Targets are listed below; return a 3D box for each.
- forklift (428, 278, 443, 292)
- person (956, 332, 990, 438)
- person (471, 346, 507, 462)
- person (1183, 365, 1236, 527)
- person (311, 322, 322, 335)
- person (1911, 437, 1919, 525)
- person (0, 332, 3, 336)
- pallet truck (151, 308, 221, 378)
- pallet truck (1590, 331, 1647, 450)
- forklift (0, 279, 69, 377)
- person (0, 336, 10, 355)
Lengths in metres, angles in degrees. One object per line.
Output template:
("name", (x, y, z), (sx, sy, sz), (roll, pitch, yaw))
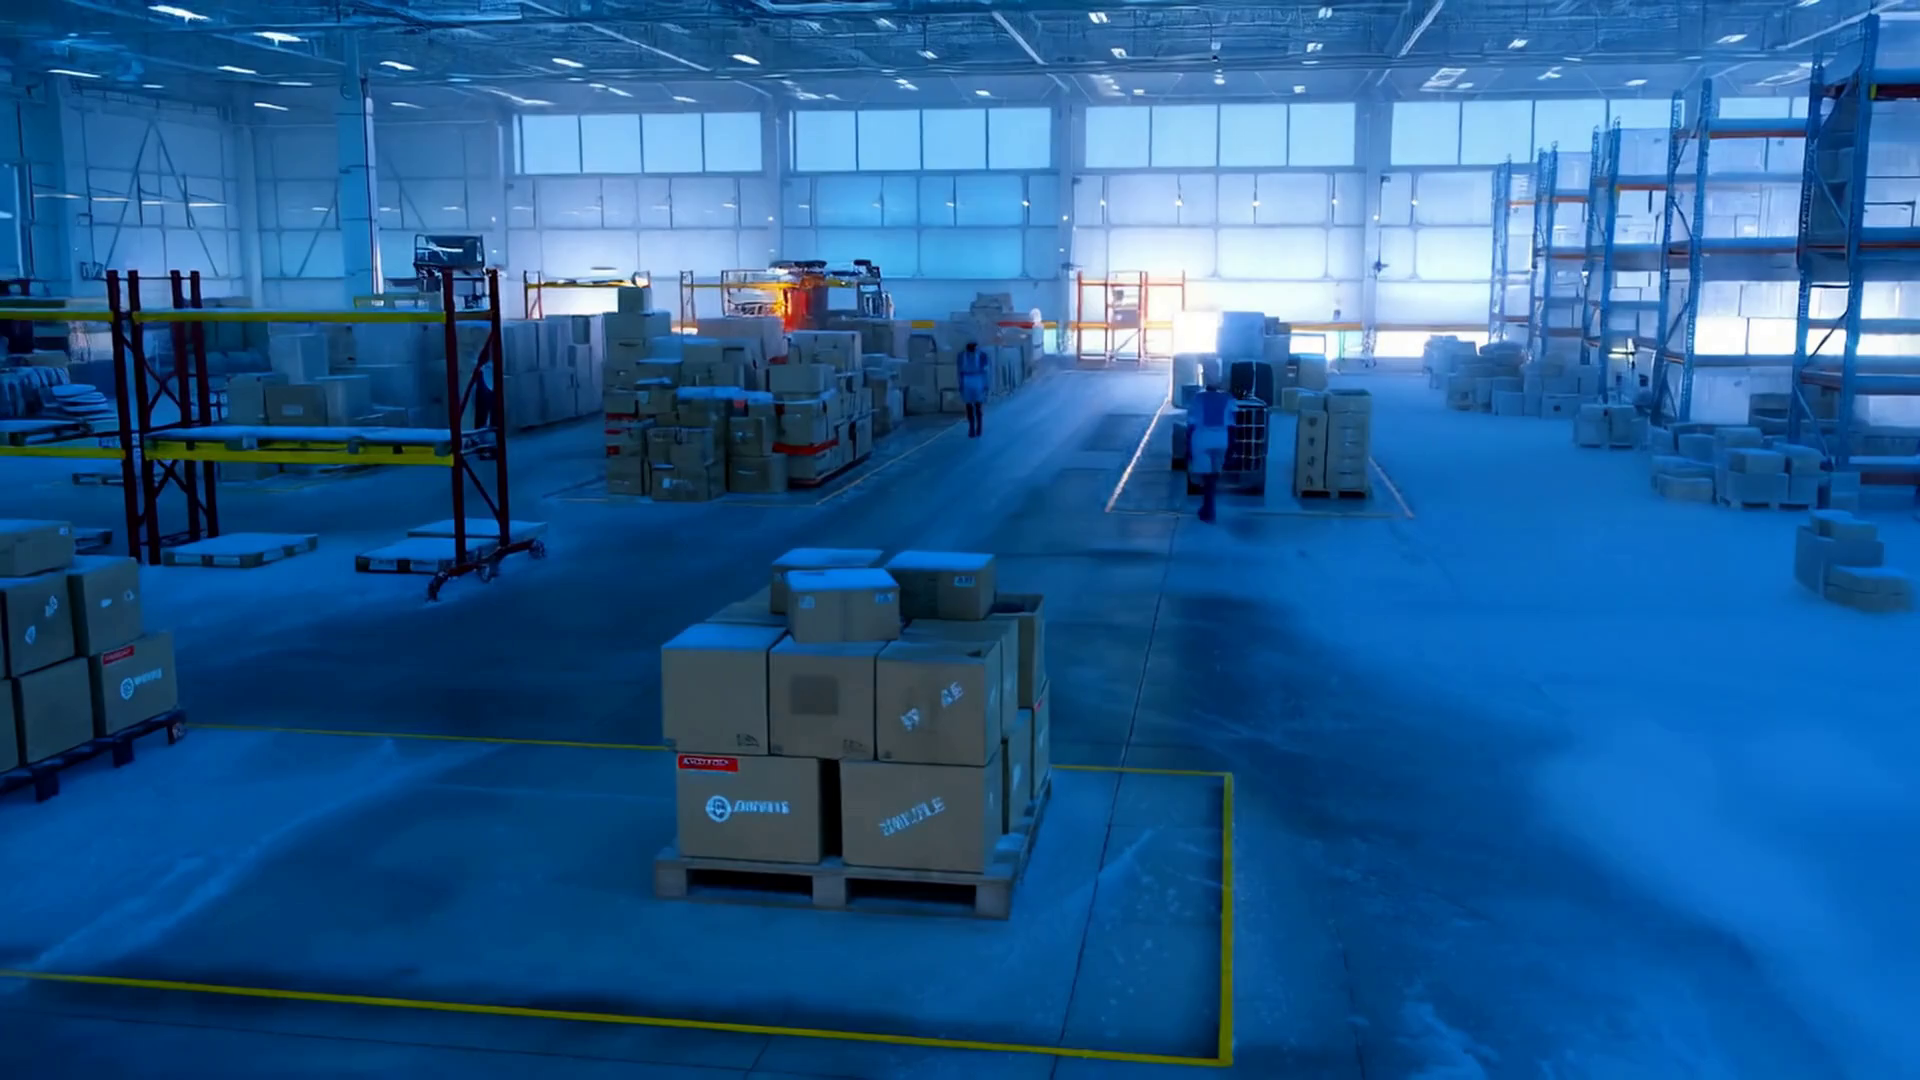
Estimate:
("forklift", (-13.878, -5.559, 44.197), (1.873, 2.768, 1.129), (-3, 10, -17))
("person", (0.225, -2.803, 30.135), (0.598, 1.921, 0.636), (2, 9, 11))
("person", (-7.482, -2.149, 26.353), (0.508, 1.846, 0.345), (2, 10, 15))
("person", (2.985, -1.135, 19.879), (0.617, 1.922, 0.983), (-2, 9, -9))
("person", (-15.915, -4.616, 41.337), (0.649, 1.916, 0.446), (5, 11, 29))
("person", (11.489, -0.986, 19.648), (0.320, 1.692, 0.531), (2, 9, 14))
("person", (-22.606, -4.243, 39.148), (0.346, 1.882, 0.578), (4, 10, 23))
("pallet truck", (-21.869, -5.598, 47.154), (0.823, 1.965, 1.885), (4, 10, 26))
("pallet truck", (11.253, -2.573, 28.499), (0.823, 1.965, 1.885), (5, 10, 27))
("forklift", (-22.377, -4.792, 39.470), (1.873, 2.768, 1.129), (1, 9, 9))
("person", (-20.783, -3.707, 35.799), (0.910, 1.903, 0.655), (8, 12, 40))
